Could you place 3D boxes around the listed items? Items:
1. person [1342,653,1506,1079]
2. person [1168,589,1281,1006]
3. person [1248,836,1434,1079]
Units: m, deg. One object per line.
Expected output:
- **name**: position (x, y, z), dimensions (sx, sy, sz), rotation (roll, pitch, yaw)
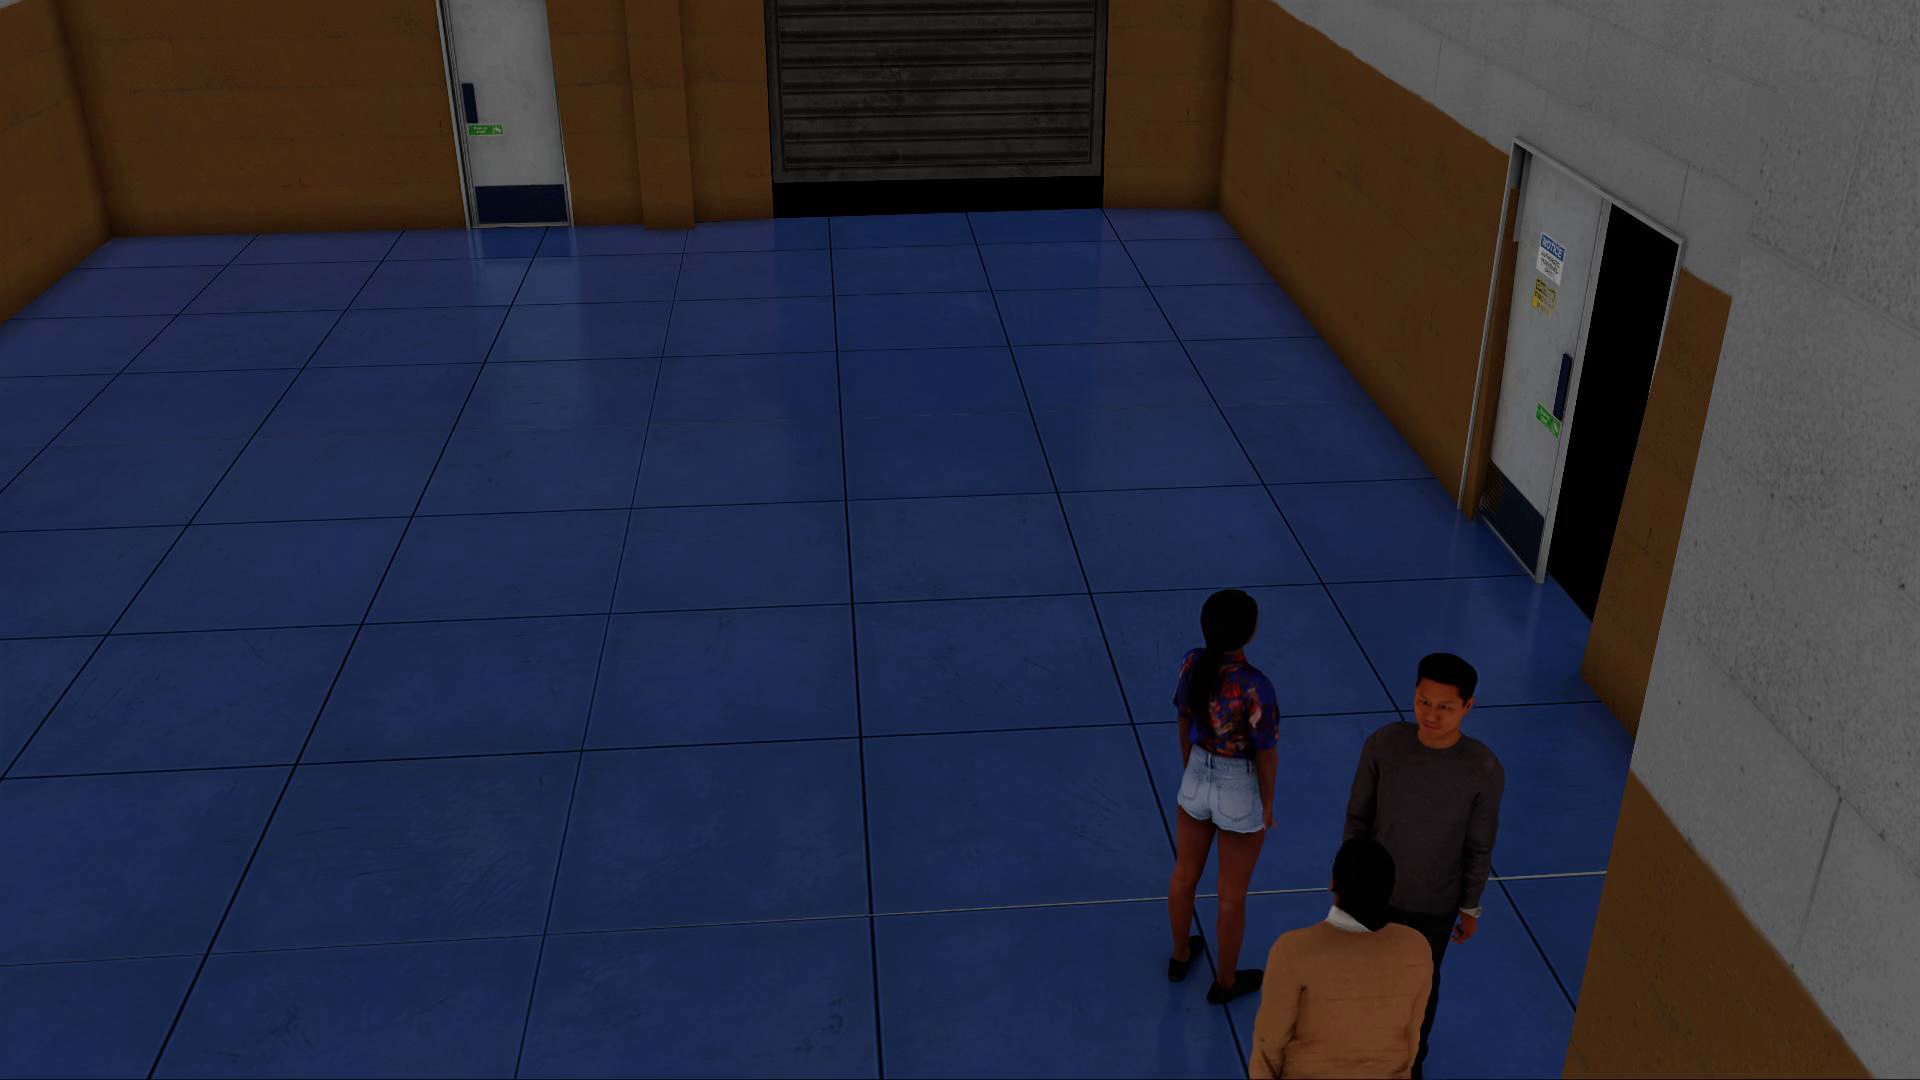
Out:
- **person**: position (1.547, 1.168, 5.666), dimensions (0.648, 1.769, 0.774), rotation (-9, 28, -17)
- **person**: position (0.961, 0.944, 6.137), dimensions (0.663, 1.743, 0.714), rotation (23, 35, 37)
- **person**: position (1.090, 1.649, 4.741), dimensions (0.734, 1.740, 0.731), rotation (-1, 27, -1)
